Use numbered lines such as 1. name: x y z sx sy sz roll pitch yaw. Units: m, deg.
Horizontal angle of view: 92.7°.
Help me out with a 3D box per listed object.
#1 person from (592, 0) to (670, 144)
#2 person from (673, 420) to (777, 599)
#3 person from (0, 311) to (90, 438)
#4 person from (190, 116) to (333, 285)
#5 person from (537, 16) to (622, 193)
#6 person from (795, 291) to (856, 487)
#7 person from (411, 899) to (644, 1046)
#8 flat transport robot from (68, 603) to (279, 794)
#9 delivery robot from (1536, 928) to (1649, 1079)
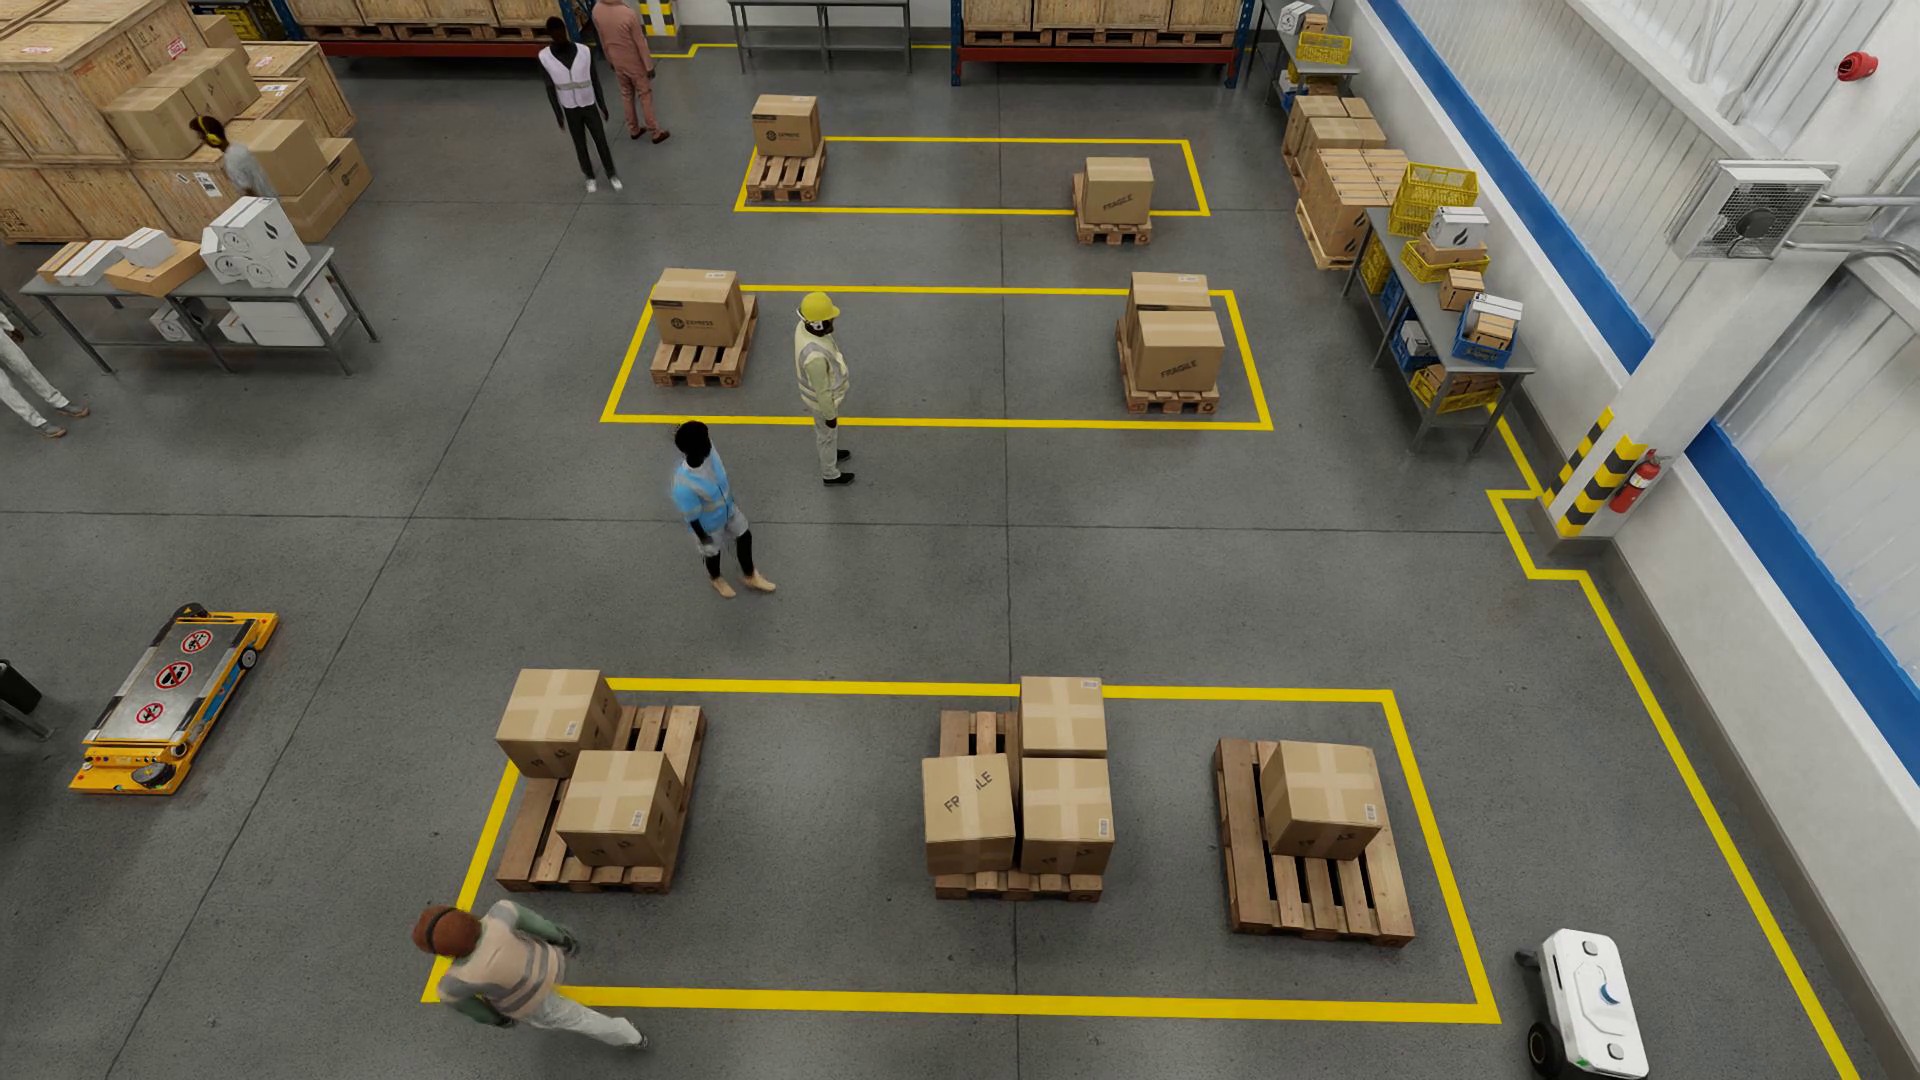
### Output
1. person: -4.055 -5.892 11.281 0.643 1.898 0.398 18 52 15
2. person: -1.701 -0.140 6.552 0.546 1.679 0.591 17 52 14
3. person: -8.266 -1.684 7.734 0.353 1.875 0.567 10 50 8
4. person: -6.902 -3.278 9.093 0.373 1.855 0.534 -13 51 -11
5. person: -4.354 -4.964 10.480 0.595 1.915 0.379 -20 53 -16
6. person: -1.080 -1.192 7.349 0.403 1.823 0.596 -9 50 -8
7. person: -2.145 2.218 4.621 0.871 1.579 0.510 9 50 8
8. flat transport robot: -5.504 1.072 6.442 0.652 0.197 1.431 1 50 1
9. delivery robot: 3.435 2.514 4.977 0.477 0.478 0.707 8 50 7
